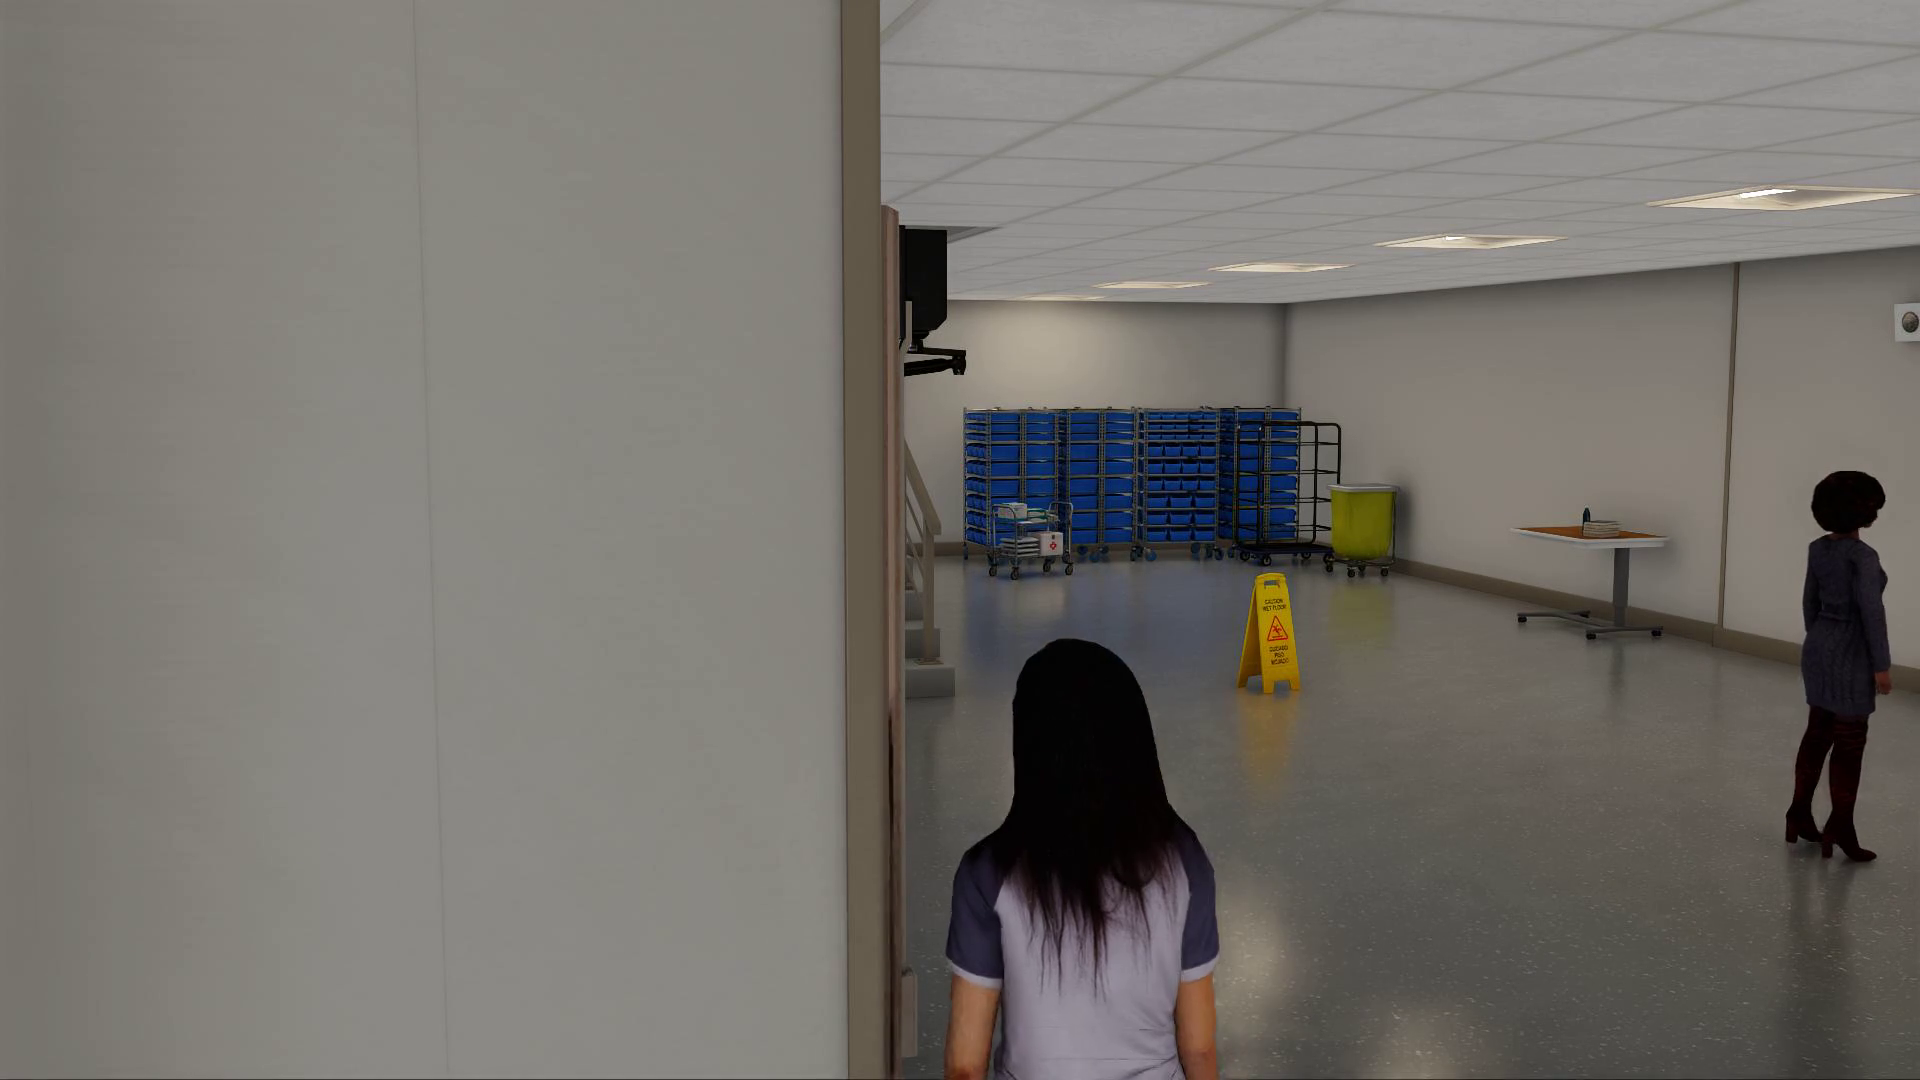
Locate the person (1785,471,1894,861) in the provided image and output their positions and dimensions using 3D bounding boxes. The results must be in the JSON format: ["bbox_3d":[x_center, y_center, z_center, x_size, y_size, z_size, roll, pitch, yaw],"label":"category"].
[{"bbox_3d":[3.887,0.547,7.383,0.679,1.712,0.491,-1,6,-5],"label":"person"}]

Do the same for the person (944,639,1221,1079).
[{"bbox_3d":[0.223,1.028,2.566,0.595,1.719,0.597,-1,6,-12],"label":"person"}]
